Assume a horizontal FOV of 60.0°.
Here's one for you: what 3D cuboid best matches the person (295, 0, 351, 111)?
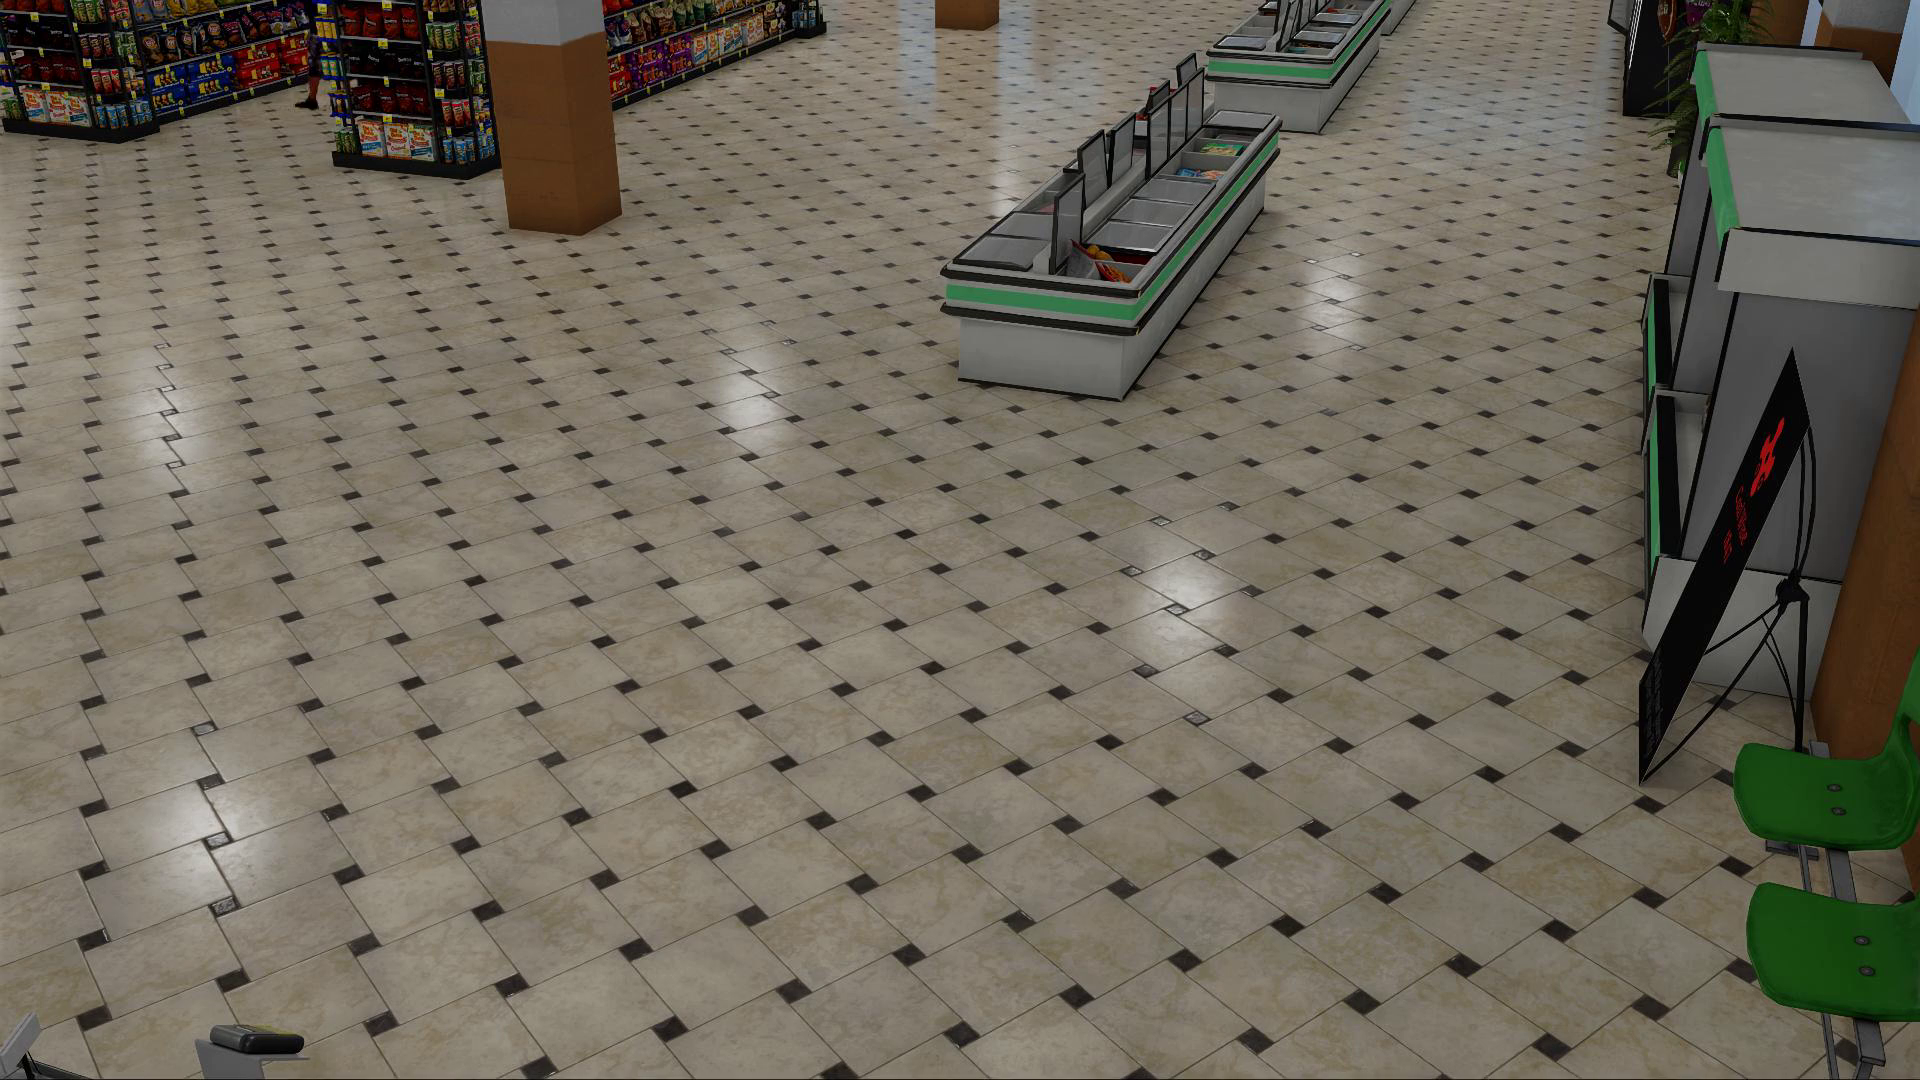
[{"bbox_3d":[-6.752,-5.459,17.853,0.741,1.643,0.952,17,31,30],"label":"person"}]
